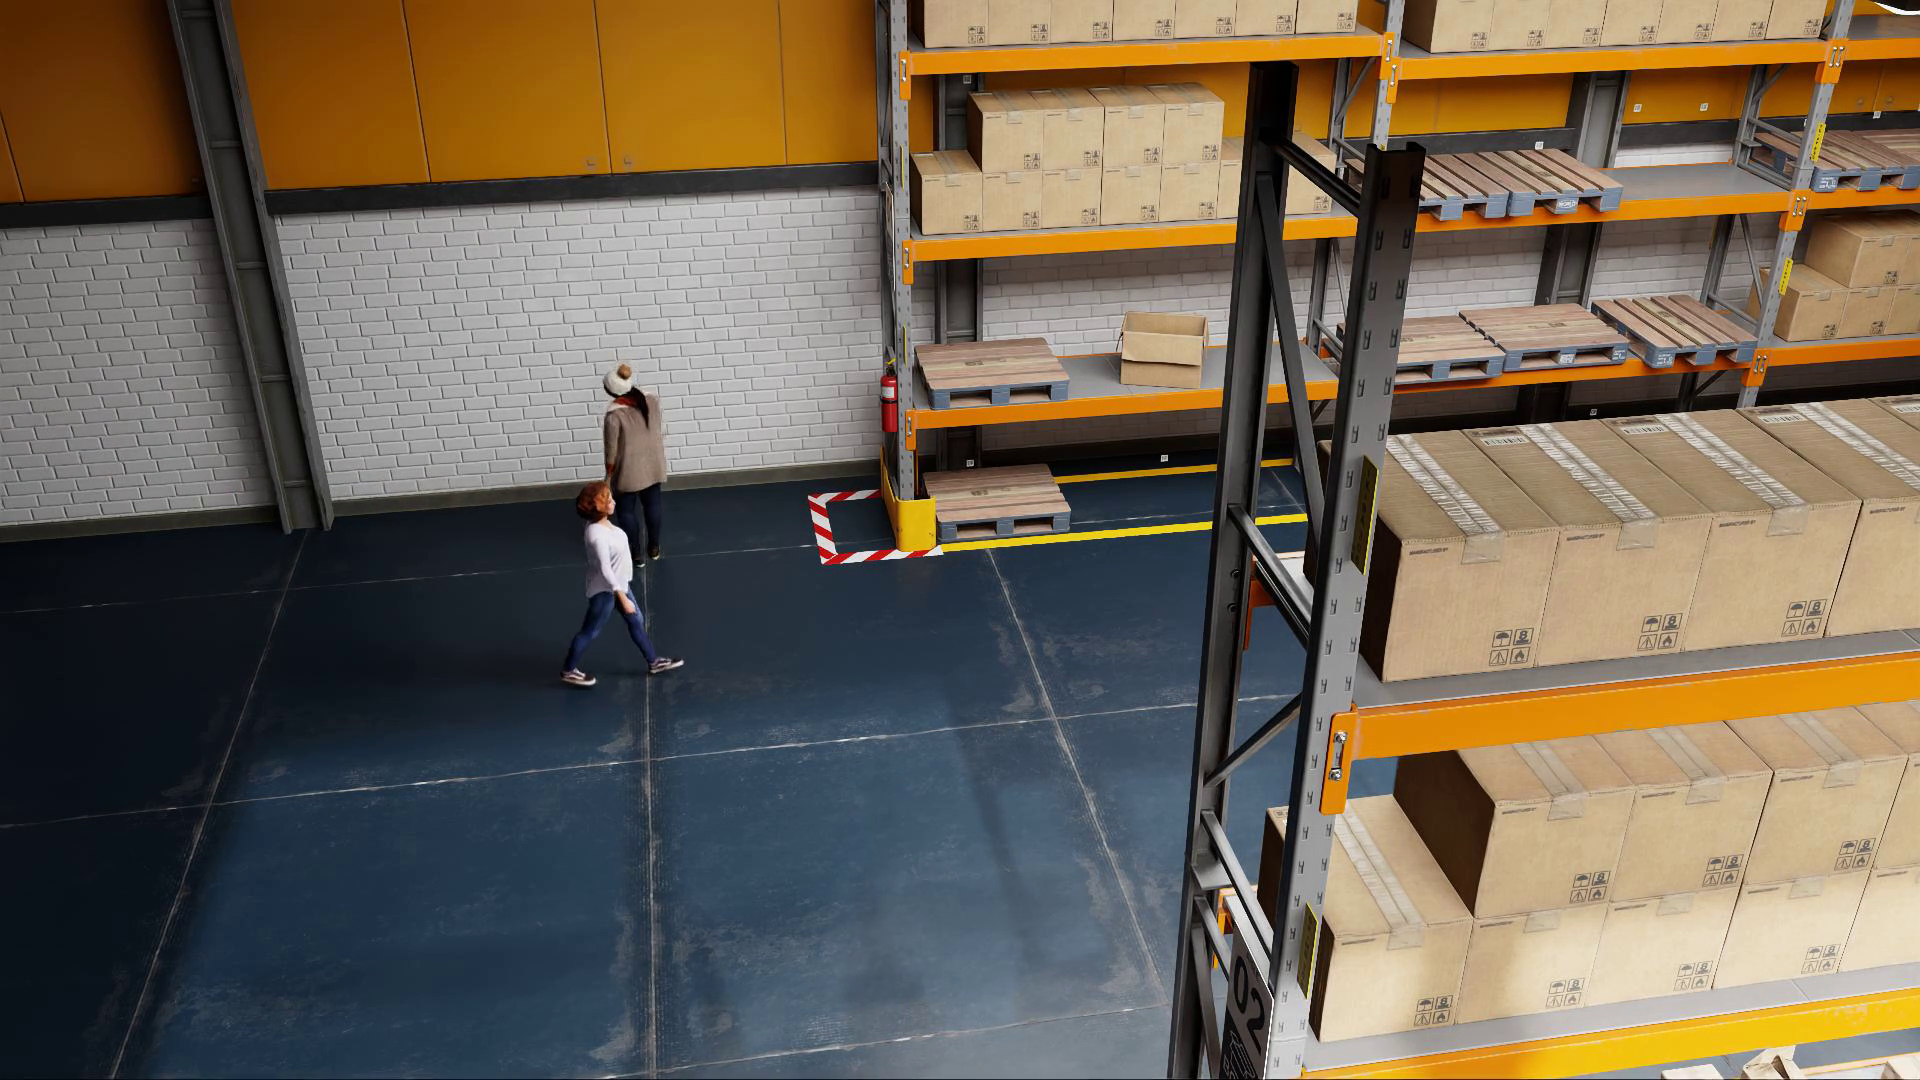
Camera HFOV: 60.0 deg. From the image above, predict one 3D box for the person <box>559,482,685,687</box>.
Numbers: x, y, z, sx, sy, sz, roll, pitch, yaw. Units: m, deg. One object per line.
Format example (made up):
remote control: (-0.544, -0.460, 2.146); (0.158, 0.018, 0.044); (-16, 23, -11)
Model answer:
person: (-2.745, 0.372, 12.443); (1.203, 1.666, 0.766); (0, 29, -1)

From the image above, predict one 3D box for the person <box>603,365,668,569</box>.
person: (-2.757, -0.665, 14.124); (0.806, 1.877, 0.916); (-15, 32, -25)
